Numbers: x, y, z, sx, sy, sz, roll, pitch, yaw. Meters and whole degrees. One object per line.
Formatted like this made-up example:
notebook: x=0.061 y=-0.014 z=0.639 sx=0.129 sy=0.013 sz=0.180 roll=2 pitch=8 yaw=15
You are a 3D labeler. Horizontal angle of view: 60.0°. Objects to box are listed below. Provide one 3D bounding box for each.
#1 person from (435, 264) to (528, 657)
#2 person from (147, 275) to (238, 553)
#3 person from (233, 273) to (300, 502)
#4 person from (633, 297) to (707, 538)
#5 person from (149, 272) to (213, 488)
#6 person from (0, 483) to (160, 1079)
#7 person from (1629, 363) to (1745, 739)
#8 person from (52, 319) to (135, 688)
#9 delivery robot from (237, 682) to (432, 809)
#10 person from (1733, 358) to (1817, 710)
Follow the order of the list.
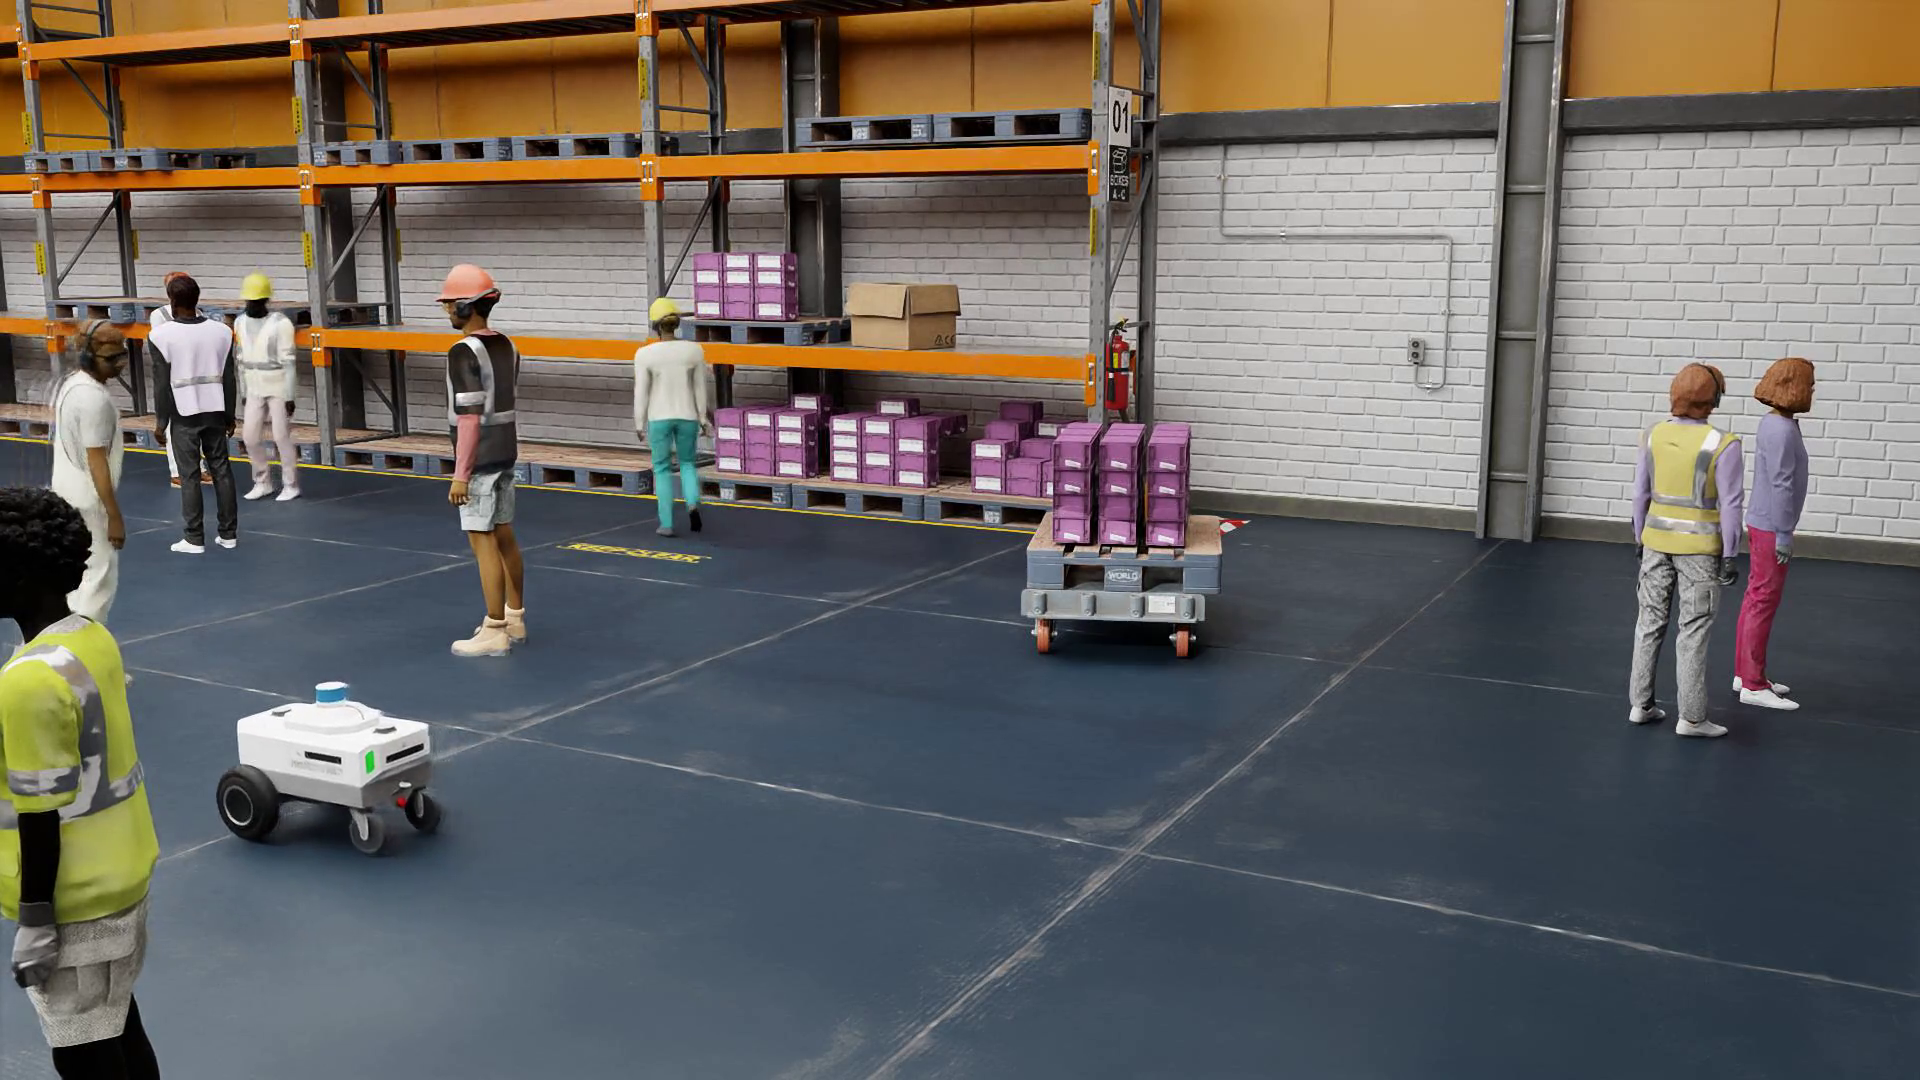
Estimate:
person: x=-2.522 y=-0.410 z=8.711 sx=0.384 sy=2.041 sz=0.615 roll=1 pitch=10 yaw=8
person: x=-5.304 y=-0.867 z=11.556 sx=0.391 sy=1.922 sz=0.593 roll=8 pitch=13 yaw=36
person: x=-5.665 y=-1.232 z=13.642 sx=0.601 sy=1.892 sz=0.602 roll=3 pitch=11 yaw=15
person: x=-2.093 y=-0.877 z=12.067 sx=0.540 sy=1.750 sz=0.416 roll=-5 pitch=11 yaw=-25
person: x=-6.787 y=-1.398 z=14.568 sx=0.349 sy=1.882 sz=0.584 roll=3 pitch=11 yaw=14
person: x=-1.851 y=0.724 z=3.471 sx=0.319 sy=1.690 sz=0.530 roll=-3 pitch=11 yaw=-17
person: x=3.180 y=0.048 z=7.303 sx=0.306 sy=1.641 sz=0.523 roll=-6 pitch=12 yaw=-30
person: x=-4.179 y=-0.160 z=7.998 sx=0.453 sy=1.804 sz=0.600 roll=-7 pitch=12 yaw=-32
delivery robot: x=-2.289 y=0.764 z=6.090 sx=0.707 sy=0.478 sz=0.477 roll=5 pitch=11 yaw=26
person: x=3.828 y=-0.037 z=7.795 sx=0.282 sy=1.633 sz=0.500 roll=4 pitch=11 yaw=19
